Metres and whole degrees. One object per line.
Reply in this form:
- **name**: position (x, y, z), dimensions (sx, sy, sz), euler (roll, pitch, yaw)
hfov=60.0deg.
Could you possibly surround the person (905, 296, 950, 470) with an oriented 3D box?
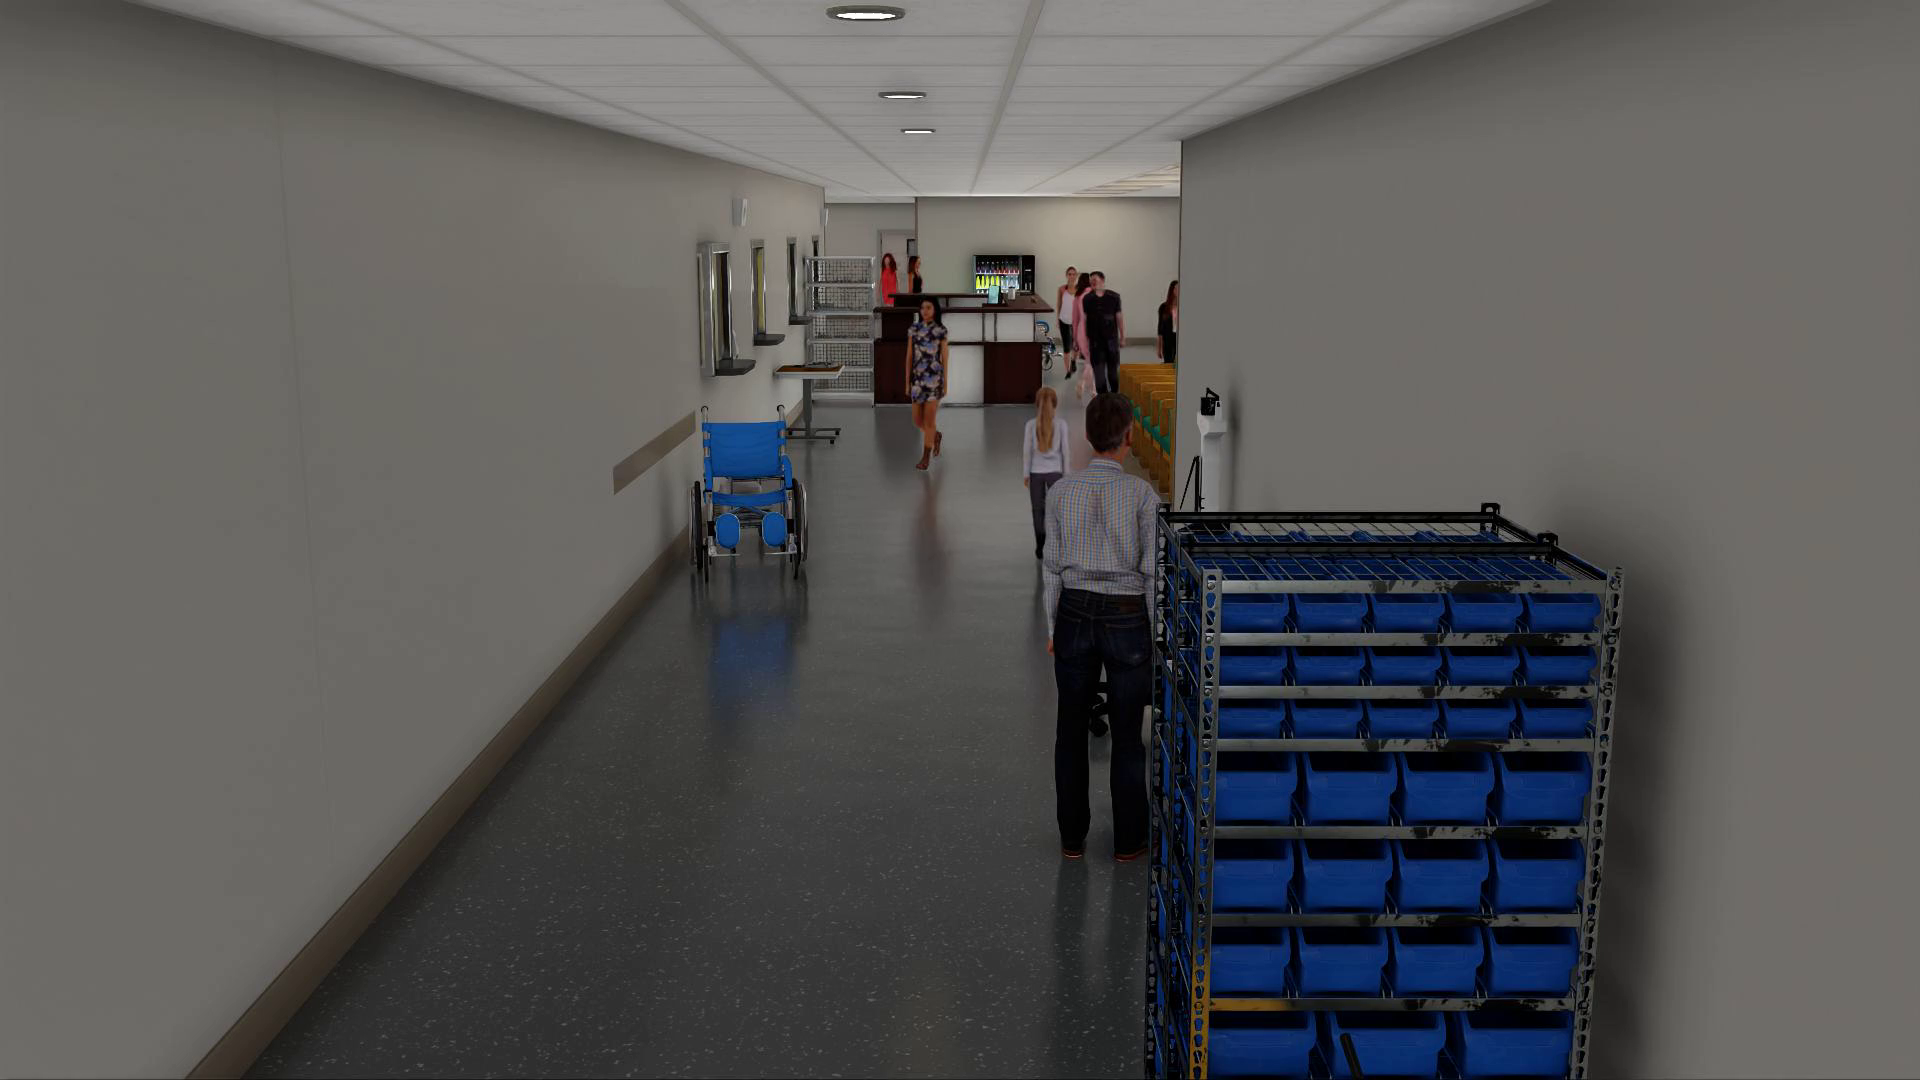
- **person**: position (-0.302, -1.579, 16.769), dimensions (0.959, 1.716, 0.849), euler (3, 11, 17)

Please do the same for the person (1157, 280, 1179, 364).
- **person**: position (2.852, -2.597, 22.206), dimensions (0.971, 1.690, 0.675), euler (0, 11, -2)

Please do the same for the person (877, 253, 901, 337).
- **person**: position (-1.493, -5.318, 36.310), dimensions (1.170, 1.777, 1.021), euler (5, 12, 26)

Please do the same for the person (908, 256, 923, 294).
- **person**: position (-0.968, -4.577, 32.342), dimensions (1.185, 1.800, 0.786), euler (3, 11, 15)

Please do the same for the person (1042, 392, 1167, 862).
- **person**: position (0.555, 0.329, 6.433), dimensions (0.620, 1.820, 0.777), euler (4, 11, 18)

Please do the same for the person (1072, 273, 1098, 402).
- **person**: position (1.732, -2.705, 22.595), dimensions (1.152, 1.758, 0.974), euler (5, 12, 25)

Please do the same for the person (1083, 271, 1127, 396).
- **person**: position (1.910, -2.625, 22.036), dimensions (1.167, 1.808, 1.033), euler (3, 11, 15)

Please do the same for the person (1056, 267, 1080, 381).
- **person**: position (1.741, -3.427, 26.363), dimensions (0.878, 1.770, 0.719), euler (1, 11, 5)

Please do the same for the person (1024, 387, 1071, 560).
- **person**: position (0.627, -0.474, 12.140), dimensions (0.601, 1.271, 0.558), euler (0, 11, 2)
